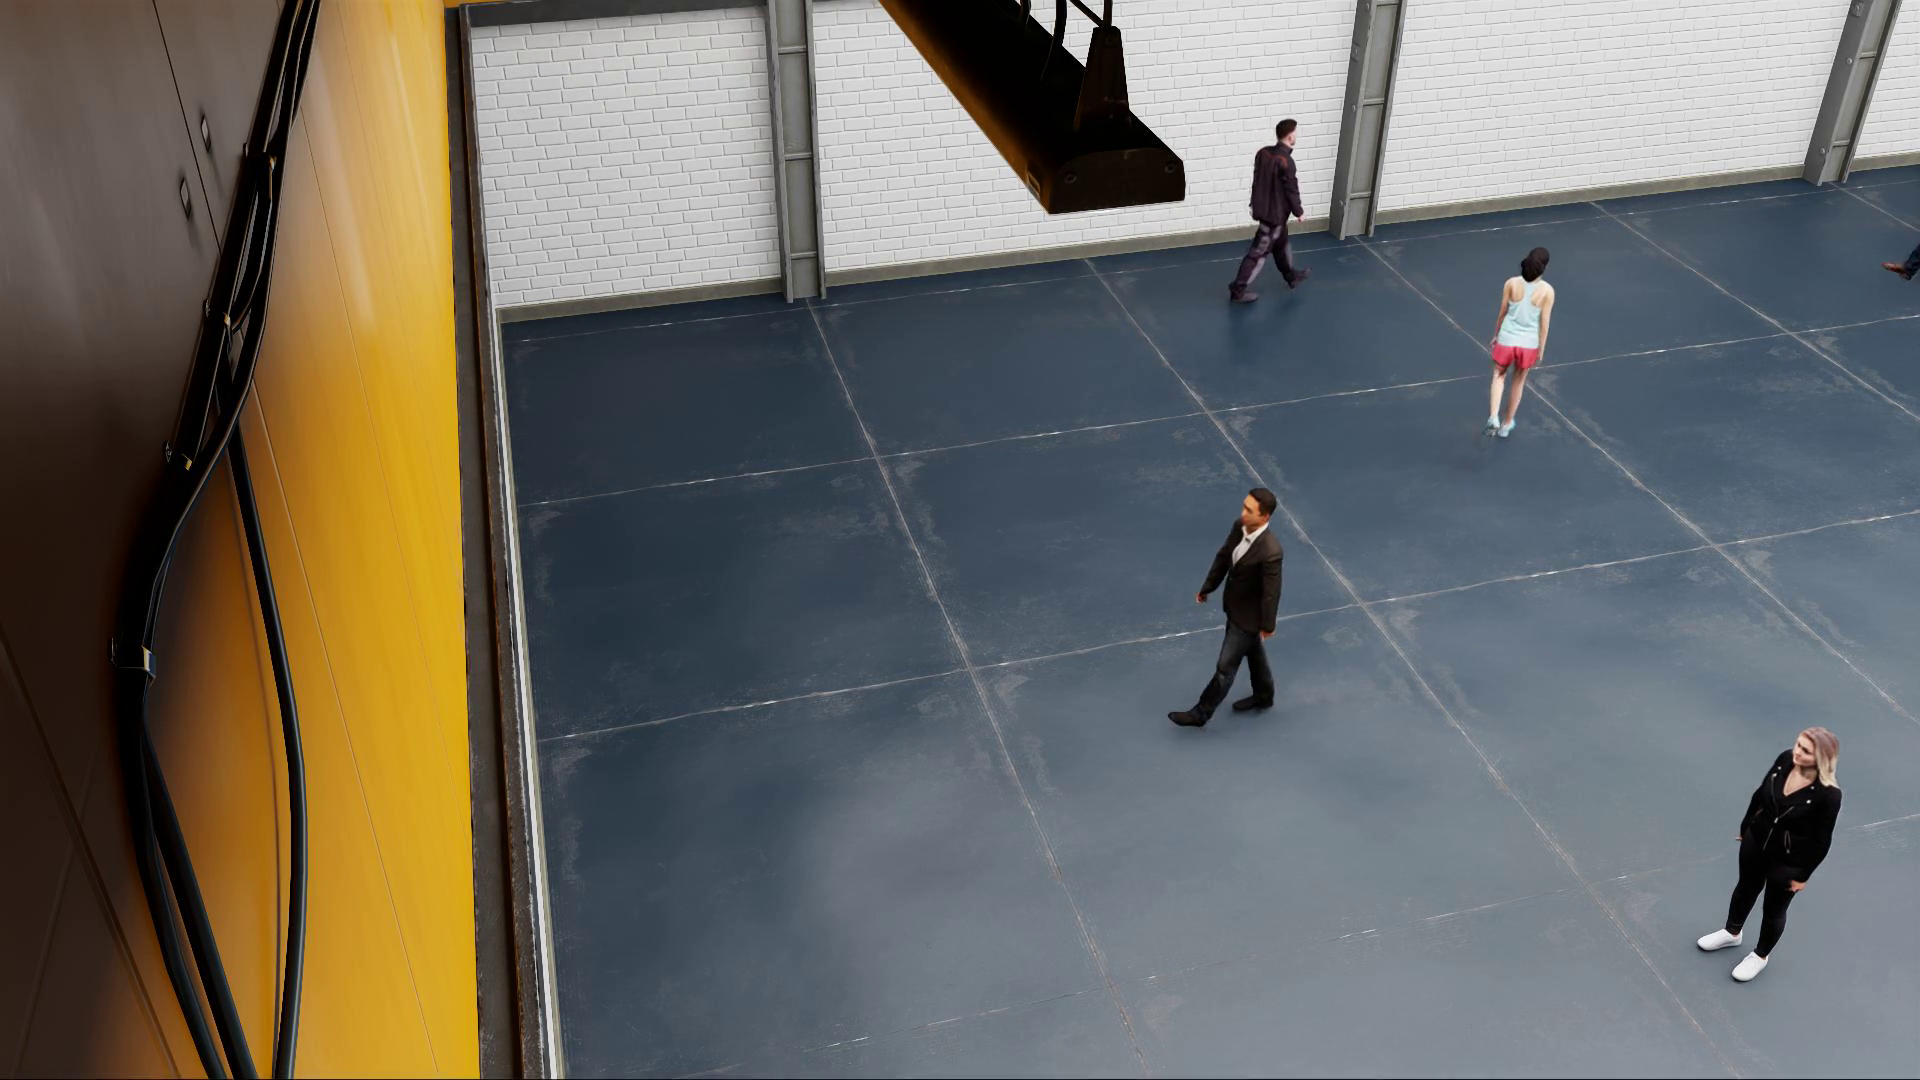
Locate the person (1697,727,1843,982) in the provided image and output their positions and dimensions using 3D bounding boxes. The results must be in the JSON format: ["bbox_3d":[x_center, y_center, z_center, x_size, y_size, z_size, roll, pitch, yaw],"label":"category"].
[{"bbox_3d":[4.416,1.674,8.957,0.577,1.685,0.645,-14,36,-20],"label":"person"}]

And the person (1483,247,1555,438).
[{"bbox_3d":[4.610,-1.584,13.799,0.918,1.752,0.961,16,37,22],"label":"person"}]

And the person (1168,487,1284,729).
[{"bbox_3d":[1.926,0.418,10.767,1.024,1.775,0.702,-8,34,-11],"label":"person"}]

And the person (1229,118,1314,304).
[{"bbox_3d":[2.930,-3.126,16.080,1.209,1.794,0.768,-11,35,-16],"label":"person"}]
